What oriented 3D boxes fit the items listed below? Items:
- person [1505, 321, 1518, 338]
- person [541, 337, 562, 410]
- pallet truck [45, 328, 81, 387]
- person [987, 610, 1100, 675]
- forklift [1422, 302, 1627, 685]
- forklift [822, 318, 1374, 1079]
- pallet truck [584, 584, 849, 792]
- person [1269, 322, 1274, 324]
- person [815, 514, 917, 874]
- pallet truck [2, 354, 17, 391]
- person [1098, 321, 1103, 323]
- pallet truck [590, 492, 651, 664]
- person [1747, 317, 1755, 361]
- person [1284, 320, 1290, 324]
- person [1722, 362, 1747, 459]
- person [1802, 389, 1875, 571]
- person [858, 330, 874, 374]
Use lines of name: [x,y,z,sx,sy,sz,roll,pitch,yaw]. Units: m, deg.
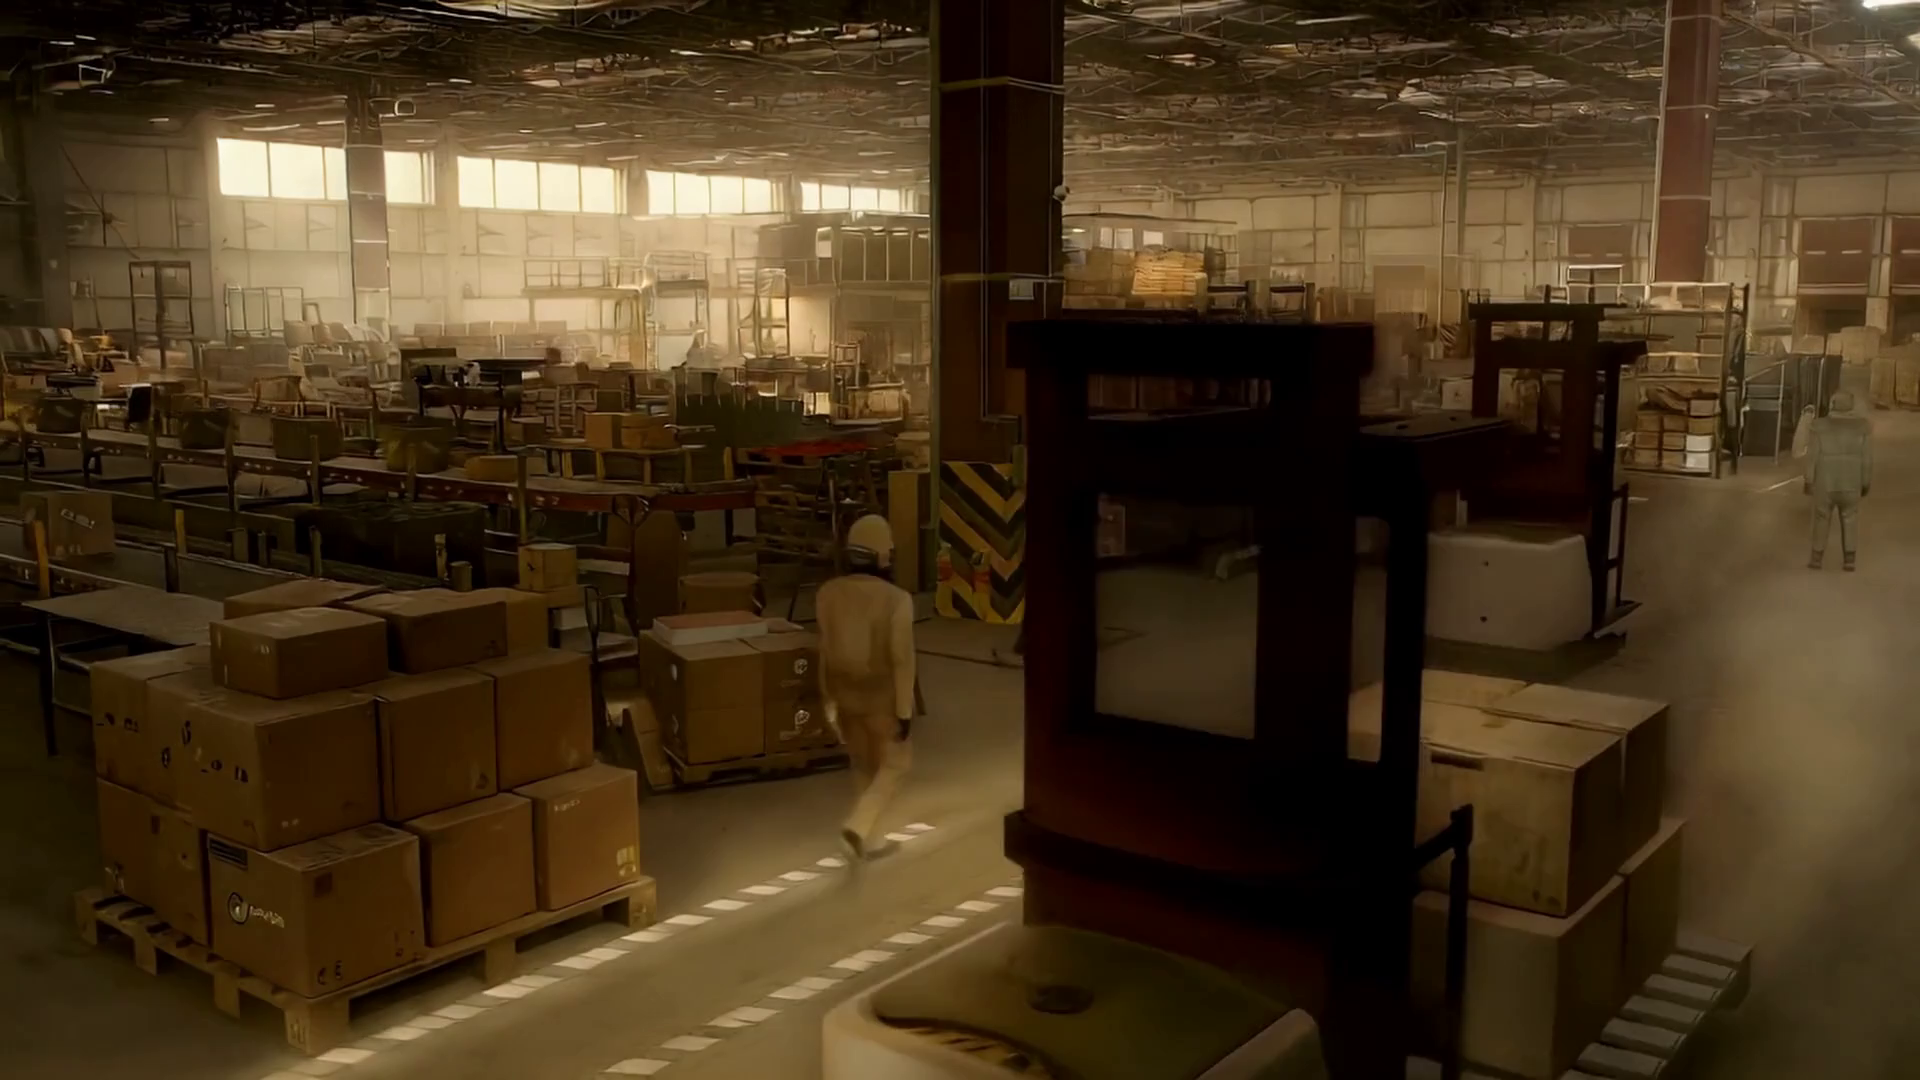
person: [26.060,-9.747,78.645,0.620,1.980,0.564,-2,9,-15]
person: [-10.248,-4.184,41.718,0.570,1.813,0.988,-3,9,-20]
pallet truck: [-23.775,-4.544,43.495,1.885,1.965,0.823,6,10,35]
person: [0.675,0.203,12.641,0.880,1.647,0.540,5,10,28]
forklift: [4.379,-0.438,12.852,1.129,2.768,1.873,7,11,37]
forklift: [0.580,0.792,4.558,1.129,2.768,1.873,7,11,37]
pallet truck: [-1.426,0.805,10.019,1.601,1.201,0.680,-4,9,-26]
person: [9.561,-5.735,51.373,0.688,2.000,0.537,-7,11,-38]
person: [-0.475,0.778,8.223,0.598,1.815,0.583,6,10,33]
pallet truck: [-24.881,-4.417,42.634,1.885,1.965,0.823,8,11,41]
person: [5.036,-7.053,60.775,0.921,1.901,0.593,0,8,1]
pallet truck: [-3.115,0.344,12.883,0.653,1.274,1.630,7,11,37]
person: [33.828,-8.607,71.223,0.436,1.902,0.711,3,9,18]
person: [11.781,-7.037,60.552,0.560,1.923,0.643,1,9,7]
person: [13.592,-2.273,29.181,0.318,1.700,0.536,-1,9,-9]
person: [9.176,-0.629,17.408,0.653,1.906,0.405,3,9,21]
person: [-3.090,-6.028,54.444,0.922,1.719,0.544,3,9,19]
